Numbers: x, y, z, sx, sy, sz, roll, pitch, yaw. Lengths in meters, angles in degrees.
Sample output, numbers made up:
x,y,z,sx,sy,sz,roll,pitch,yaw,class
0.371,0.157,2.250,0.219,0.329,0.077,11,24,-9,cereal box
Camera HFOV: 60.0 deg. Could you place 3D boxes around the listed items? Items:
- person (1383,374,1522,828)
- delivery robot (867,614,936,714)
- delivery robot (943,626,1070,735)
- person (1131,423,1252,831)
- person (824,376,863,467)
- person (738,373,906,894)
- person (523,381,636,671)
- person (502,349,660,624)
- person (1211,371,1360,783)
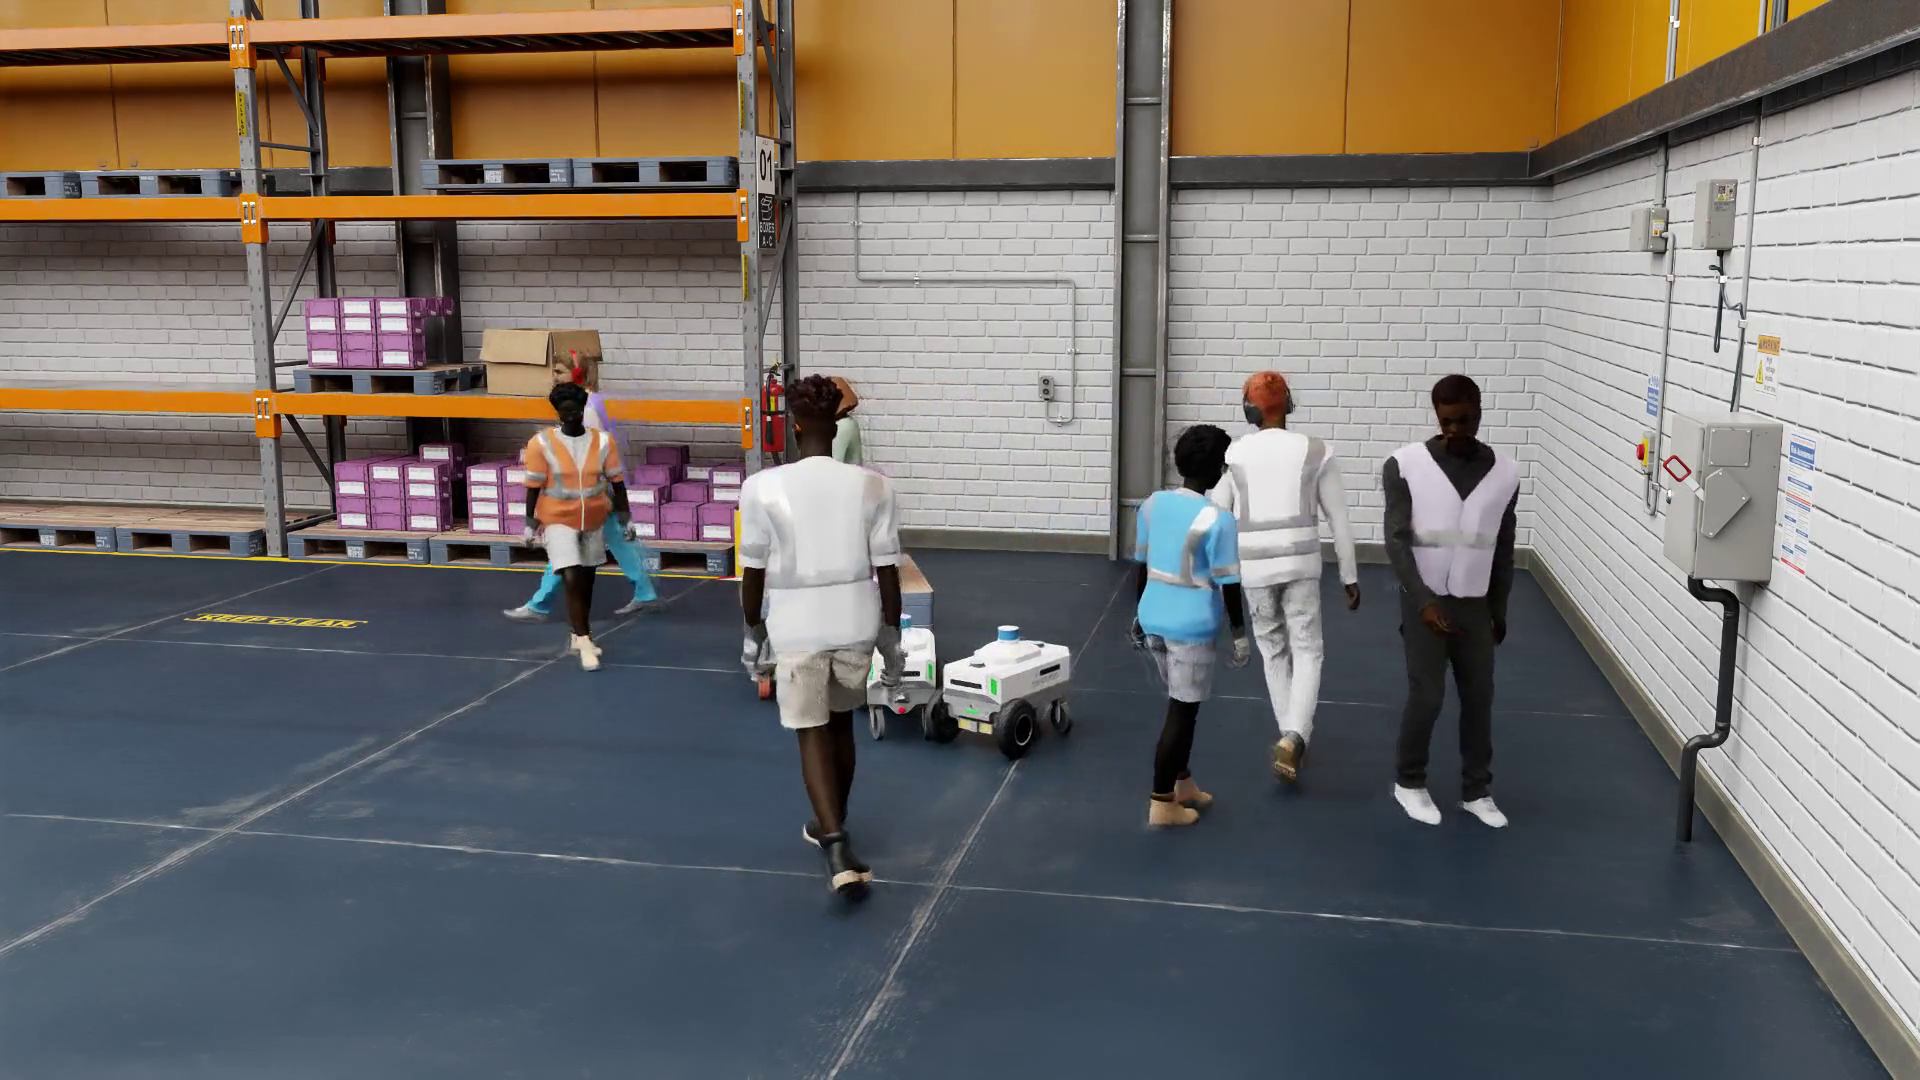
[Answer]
x,y,z,sx,sy,sz,roll,pitch,yaw,class
2.015,0.265,6.806,0.599,1.884,0.549,-1,9,-6,person
-0.294,0.618,8.367,0.477,0.478,0.707,0,9,-2,delivery robot
0.233,0.661,8.107,0.477,0.478,0.707,7,12,35,delivery robot
0.986,0.360,6.831,0.554,1.674,0.554,-5,11,-30,person
-0.749,-0.226,10.519,0.353,1.613,0.519,1,9,5,person
-0.493,0.349,6.212,0.602,1.923,0.865,-4,10,-22,person
-2.170,-0.086,9.542,0.626,1.649,0.665,-6,11,-34,person
-2.445,-0.347,10.795,1.027,1.776,0.605,-3,10,-17,person
1.458,0.175,7.477,0.672,1.838,0.738,1,9,6,person
